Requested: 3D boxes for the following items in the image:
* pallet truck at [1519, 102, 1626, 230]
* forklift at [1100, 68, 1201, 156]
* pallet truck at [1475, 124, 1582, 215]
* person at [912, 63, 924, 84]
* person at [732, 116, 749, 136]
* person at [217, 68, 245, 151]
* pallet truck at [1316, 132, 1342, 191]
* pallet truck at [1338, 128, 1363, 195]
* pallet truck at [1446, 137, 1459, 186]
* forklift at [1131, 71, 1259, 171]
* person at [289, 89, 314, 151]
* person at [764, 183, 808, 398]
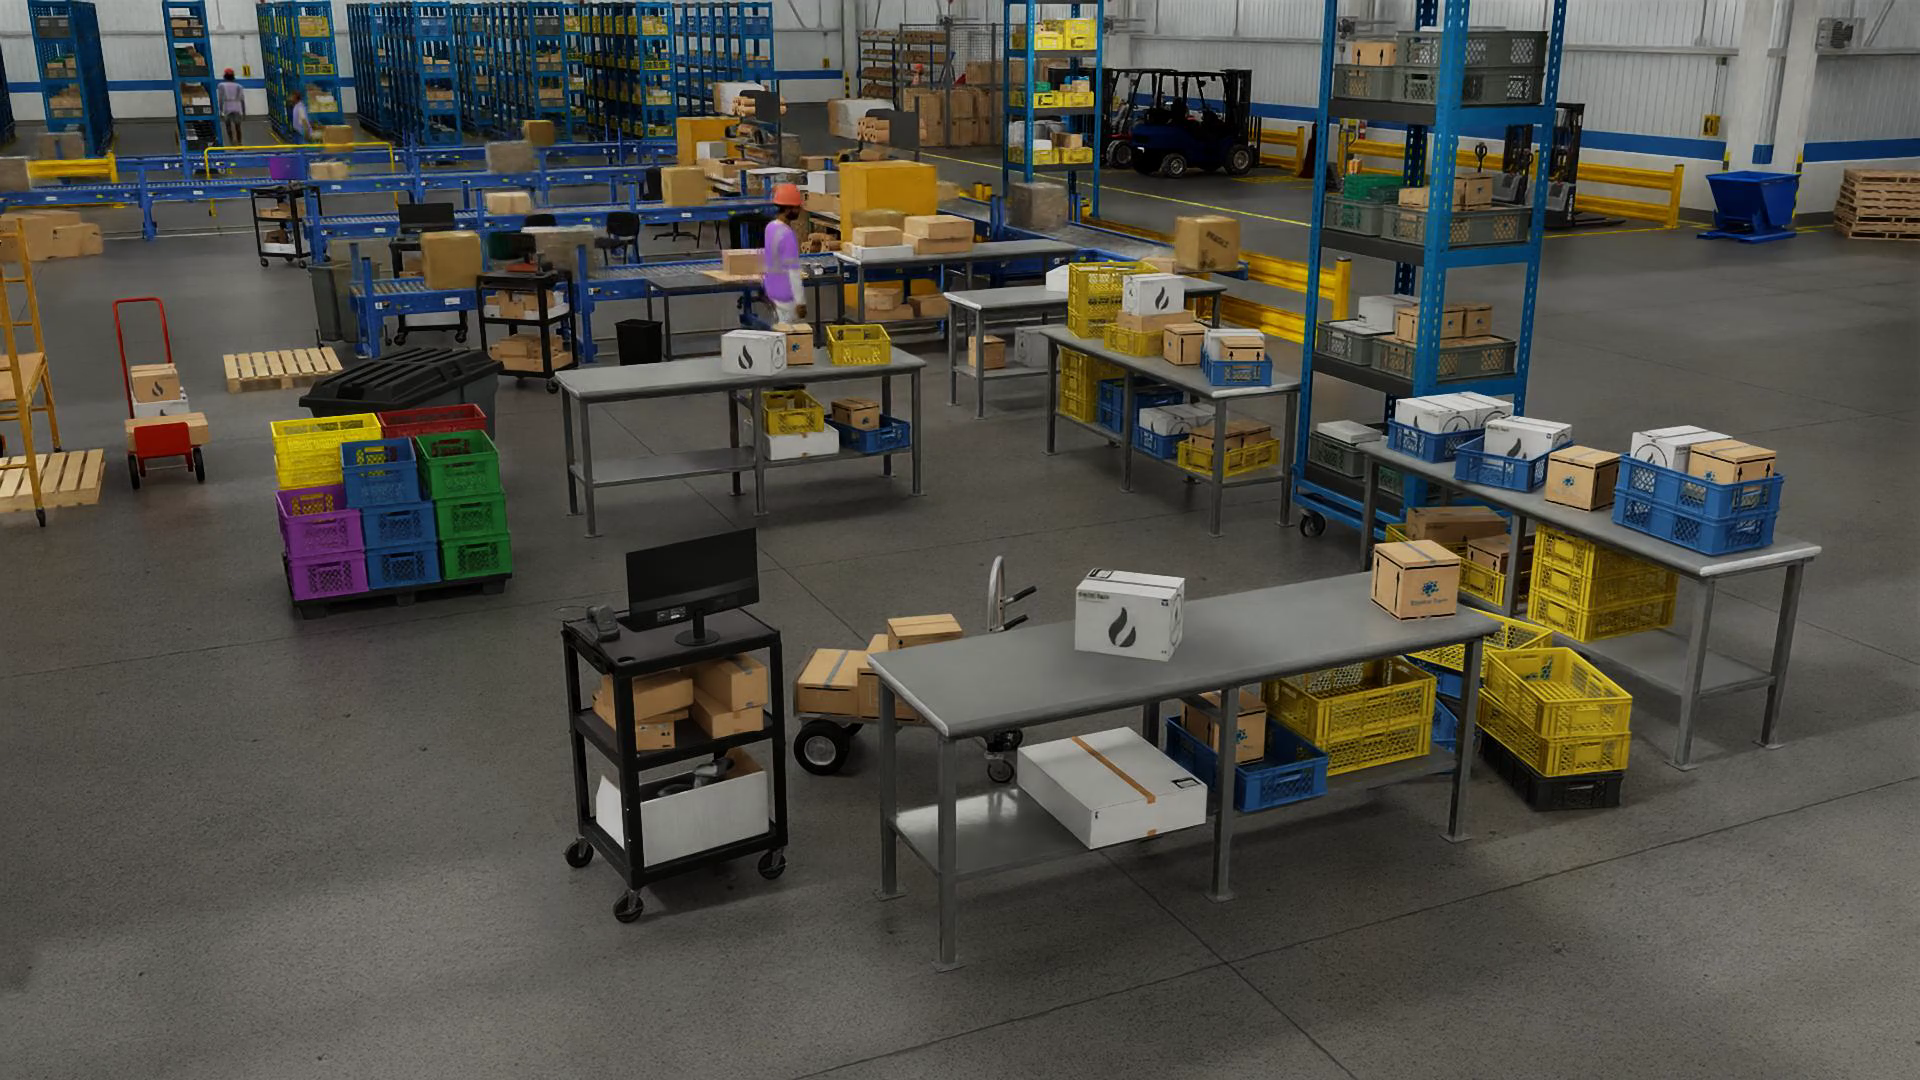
[{"bbox_3d":[9.972,-6.037,26.785,1.885,1.965,0.823,-9,20,-25],"label":"pallet truck"},{"bbox_3d":[4.082,-9.564,37.410,2.680,1.987,1.157,-8,19,-23],"label":"forklift"},{"bbox_3d":[9.707,-6.455,28.103,1.885,1.965,0.823,-7,19,-20],"label":"pallet truck"},{"bbox_3d":[-1.160,-12.232,46.301,0.378,1.996,0.611,-3,18,-10],"label":"person"},{"bbox_3d":[-4.534,-8.327,34.455,0.932,1.716,0.546,11,21,31],"label":"person"},{"bbox_3d":[-18.367,-10.858,41.935,0.632,2.013,0.814,-10,20,-30],"label":"person"},{"bbox_3d":[7.723,-7.504,32.656,1.601,1.201,0.680,-8,19,-23],"label":"pallet truck"},{"bbox_3d":[7.845,-7.140,31.411,1.522,1.261,0.704,-9,20,-25],"label":"pallet truck"},{"bbox_3d":[9.184,-6.485,29.328,1.630,1.274,0.653,-8,19,-23],"label":"pallet truck"},{"bbox_3d":[4.998,-8.936,35.413,2.680,1.987,1.157,-9,20,-25],"label":"forklift"},{"bbox_3d":[-14.015,-8.697,35.498,0.985,1.802,0.578,-9,20,-26],"label":"person"},{"bbox_3d":[-1.505,-2.211,14.860,0.511,1.915,0.564,-7,19,-22],"label":"person"}]
